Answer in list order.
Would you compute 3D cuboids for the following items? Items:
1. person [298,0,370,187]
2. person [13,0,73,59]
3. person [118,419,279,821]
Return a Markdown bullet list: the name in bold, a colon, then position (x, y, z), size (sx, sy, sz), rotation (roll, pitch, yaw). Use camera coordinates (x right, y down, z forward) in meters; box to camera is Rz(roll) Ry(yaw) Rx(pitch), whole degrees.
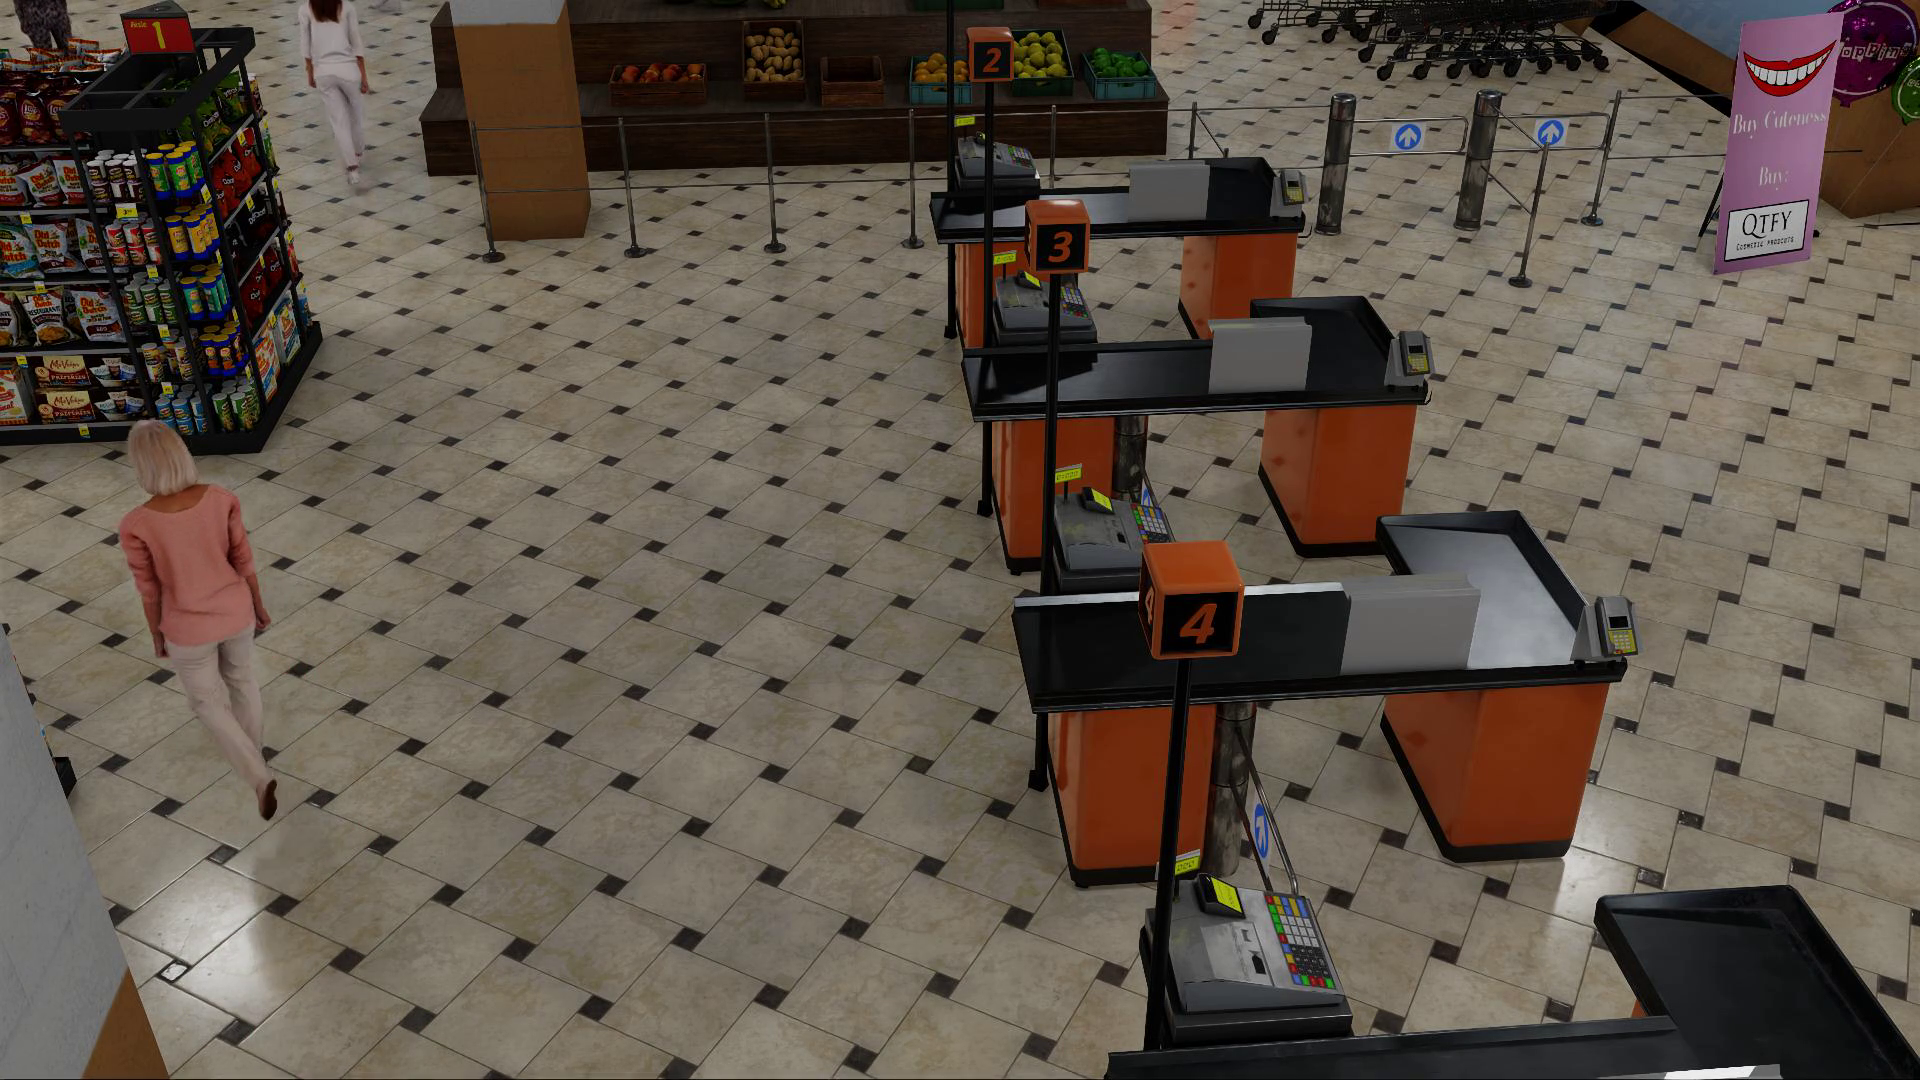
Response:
- **person**: position (-4.775, -3.541, 12.790), size (1.103, 1.650, 0.886), rotation (-12, 34, -18)
- **person**: position (-7.836, -4.476, 14.232), size (0.665, 1.713, 0.737), rotation (-27, 41, -36)
- **person**: position (-2.914, 0.344, 6.496), size (1.000, 1.703, 0.996), rotation (-23, 39, -32)
